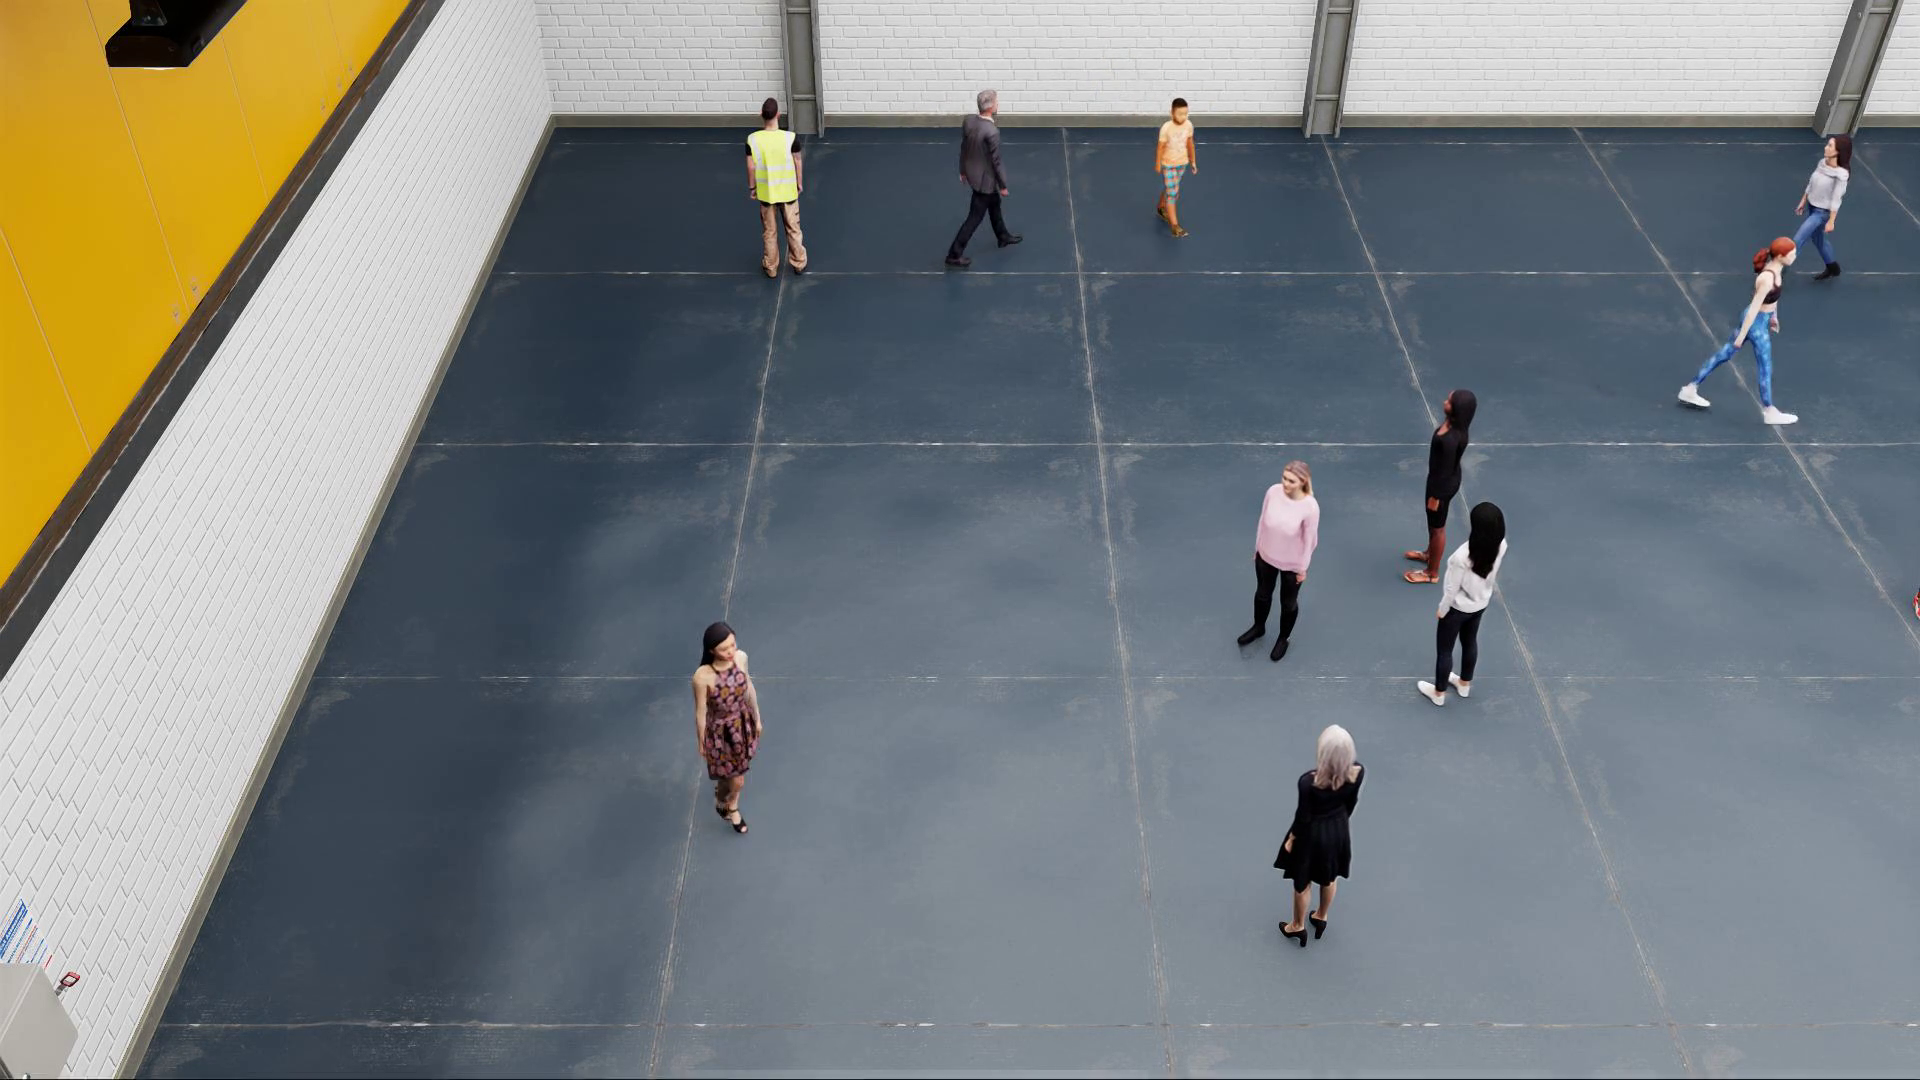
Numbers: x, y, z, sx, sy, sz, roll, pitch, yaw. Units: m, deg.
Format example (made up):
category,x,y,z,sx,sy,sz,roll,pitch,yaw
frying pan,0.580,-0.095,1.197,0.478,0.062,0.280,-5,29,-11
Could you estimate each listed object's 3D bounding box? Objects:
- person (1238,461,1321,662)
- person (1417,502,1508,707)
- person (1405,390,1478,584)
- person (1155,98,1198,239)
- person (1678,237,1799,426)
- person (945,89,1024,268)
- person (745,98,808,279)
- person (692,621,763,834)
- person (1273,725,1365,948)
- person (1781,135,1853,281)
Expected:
category,x,y,z,sx,sy,sz,roll,pitch,yaw
person,2.328,0.121,11.963,0.670,1.687,0.744,28,46,31
person,3.515,0.445,11.547,0.652,1.700,0.751,-22,44,-25
person,3.646,-0.419,12.613,0.607,1.720,0.664,11,40,13
person,2.176,-3.910,17.221,0.958,1.425,0.875,-19,43,-23
person,6.745,-1.820,14.359,1.265,1.729,0.903,15,41,18
person,0.164,-3.536,16.466,1.342,1.782,1.114,-20,43,-23
person,-1.792,-3.430,16.284,0.681,1.844,0.779,-4,39,-5
person,-1.532,1.183,10.570,0.863,1.766,0.803,29,47,31
person,2.127,1.755,9.870,0.620,1.746,0.739,-13,41,-16
person,8.424,-3.168,16.155,1.039,1.595,0.621,1,39,1
